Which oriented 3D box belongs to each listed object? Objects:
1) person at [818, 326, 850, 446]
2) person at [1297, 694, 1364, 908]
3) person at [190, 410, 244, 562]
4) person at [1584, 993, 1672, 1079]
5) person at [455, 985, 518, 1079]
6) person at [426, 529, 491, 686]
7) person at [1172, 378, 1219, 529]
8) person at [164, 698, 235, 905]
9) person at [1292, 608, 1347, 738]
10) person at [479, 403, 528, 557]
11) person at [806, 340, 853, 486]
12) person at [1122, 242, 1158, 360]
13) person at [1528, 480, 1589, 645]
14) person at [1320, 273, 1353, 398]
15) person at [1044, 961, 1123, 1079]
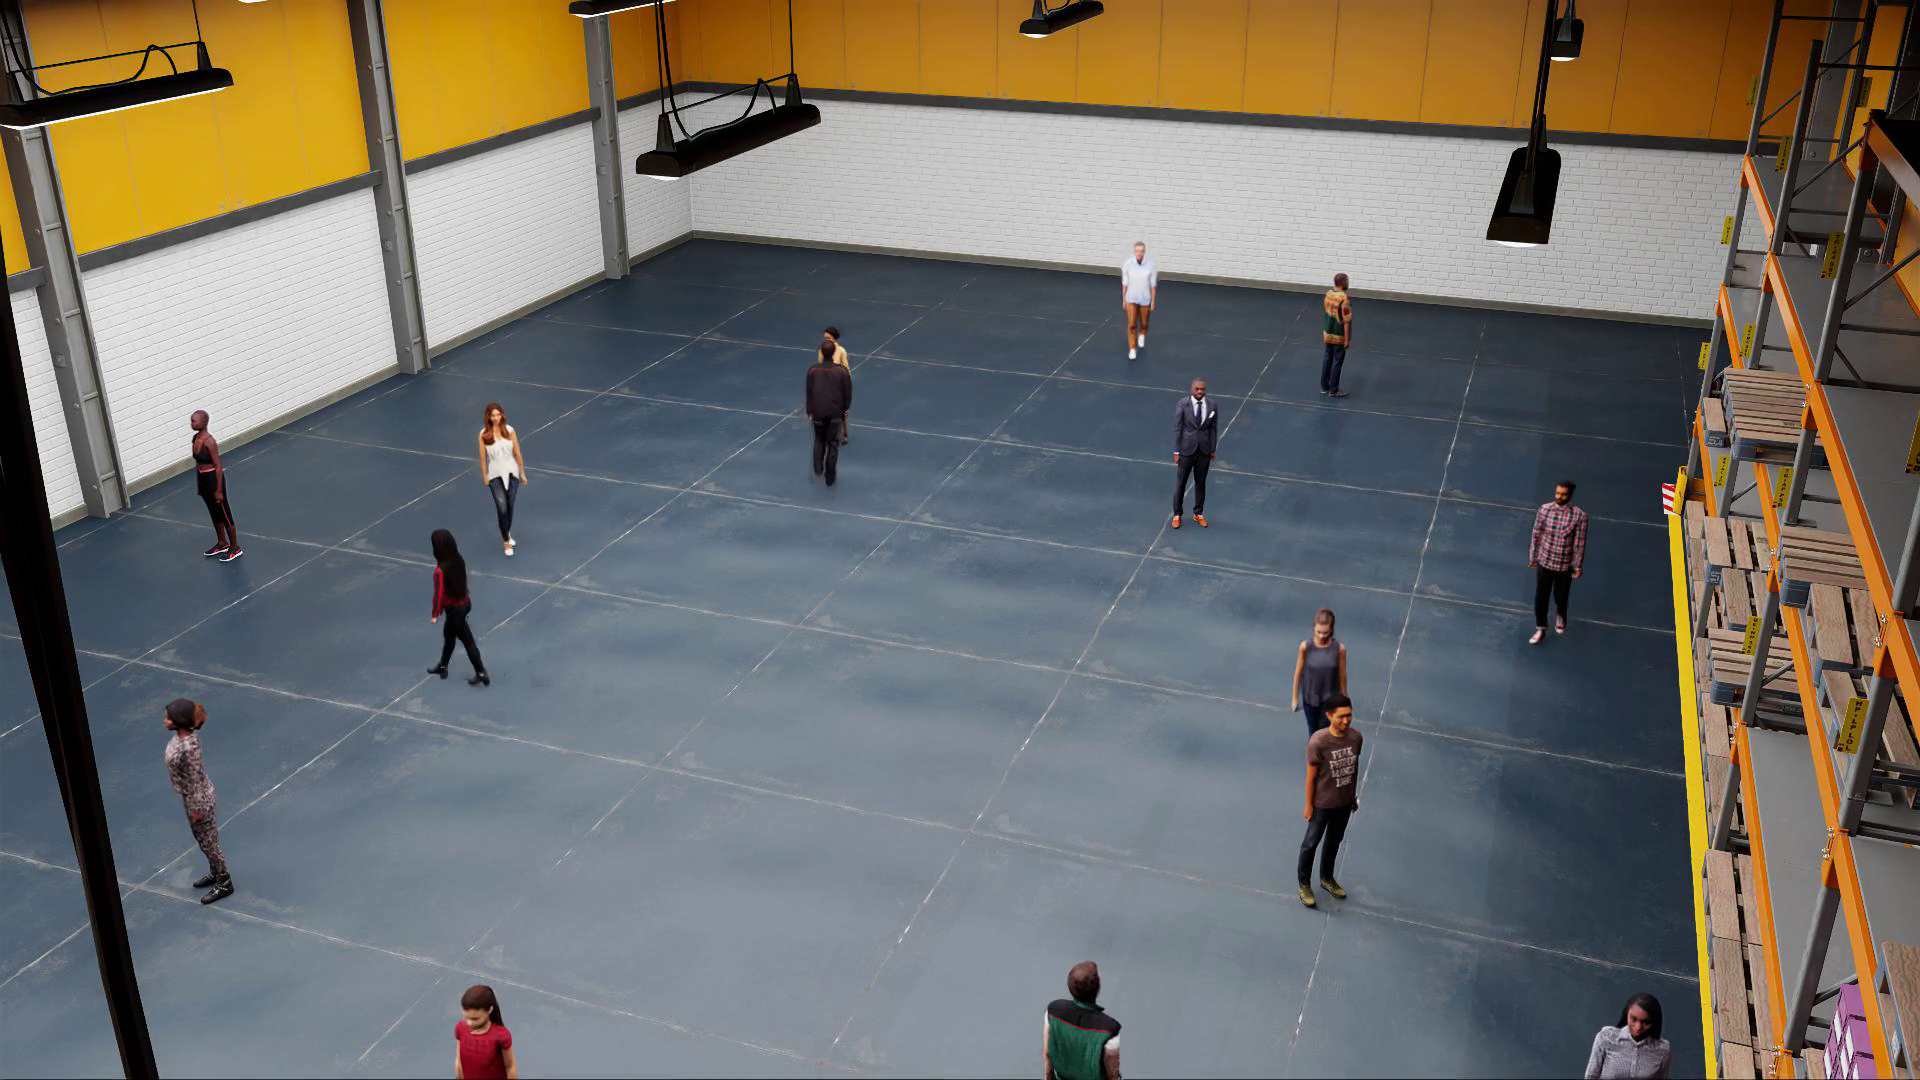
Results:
[{"bbox_3d":[-1.666,-2.069,22.203,0.585,1.652,0.497,7,25,15],"label":"person"},{"bbox_3d":[2.838,1.973,12.798,0.703,1.780,0.752,-9,25,-20],"label":"person"},{"bbox_3d":[-8.437,-0.635,18.792,0.643,1.758,0.611,16,28,32],"label":"person"},{"bbox_3d":[3.843,3.360,9.693,0.586,1.725,0.517,9,25,20],"label":"person"},{"bbox_3d":[-2.837,3.303,10.034,0.581,1.556,0.641,4,24,10],"label":"person"},{"bbox_3d":[-4.740,0.677,15.947,0.780,1.632,0.893,3,24,7],"label":"person"},{"bbox_3d":[2.769,-1.054,19.669,0.780,1.824,0.771,-2,24,-5],"label":"person"},{"bbox_3d":[-5.886,1.993,12.834,0.724,1.714,0.682,-15,28,-31],"label":"person"},{"bbox_3d":[3.121,1.339,14.342,0.599,1.706,0.866,9,25,19],"label":"person"},{"bbox_3d":[-5.259,-0.753,19.056,0.880,1.762,0.917,-14,27,-29],"label":"person"},{"bbox_3d":[-1.667,-1.563,20.838,0.805,1.820,0.830,2,24,4],"label":"person"},{"bbox_3d":[2.774,-3.770,25.900,0.873,1.809,1.104,2,24,4],"label":"person"},{"bbox_3d":[6.085,0.196,16.895,0.819,1.755,0.864,16,29,33],"label":"person"},{"bbox_3d":[5.454,-2.984,24.103,0.883,1.808,0.816,-9,25,-20],"label":"person"},{"bbox_3d":[0.712,3.275,9.755,0.789,1.832,0.984,16,28,31],"label":"person"}]
